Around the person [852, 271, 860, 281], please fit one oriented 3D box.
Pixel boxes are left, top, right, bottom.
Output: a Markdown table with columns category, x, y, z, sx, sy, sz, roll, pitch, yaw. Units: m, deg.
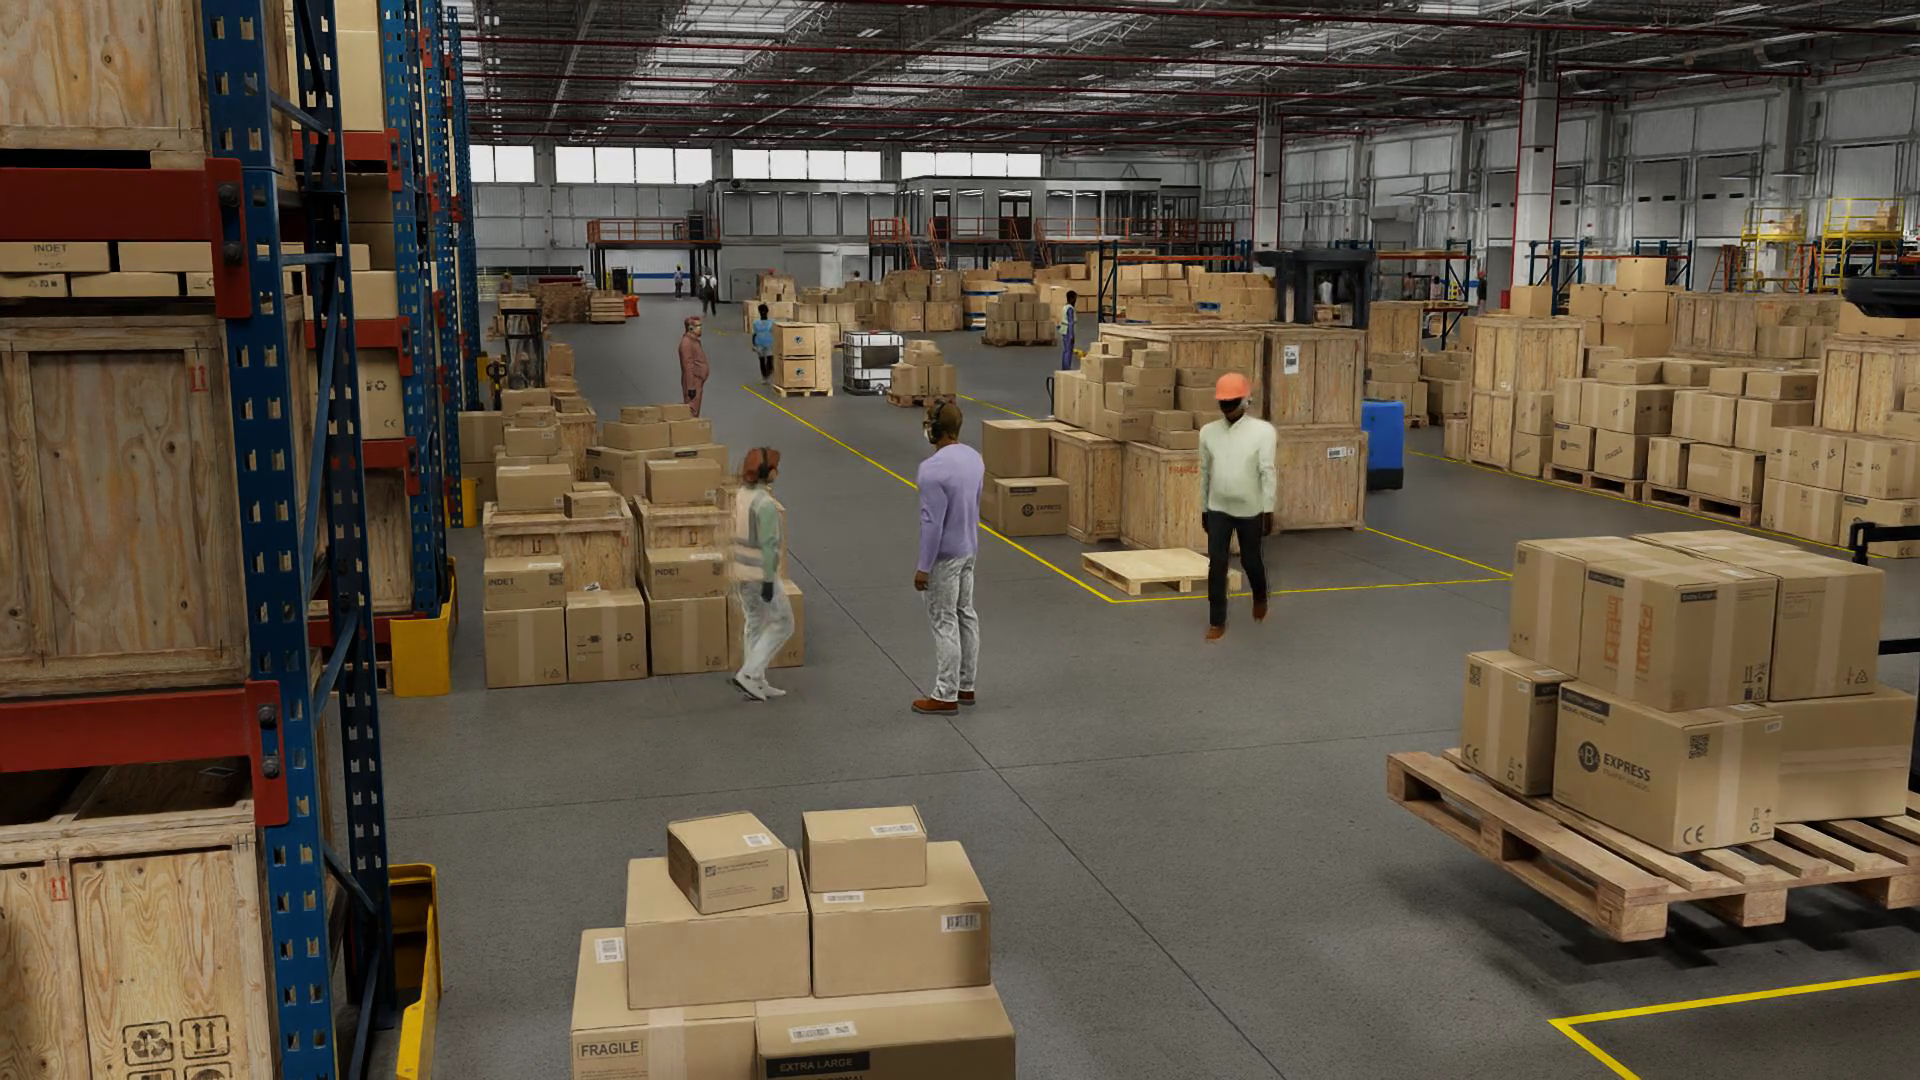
| category | x | y | z | sx | sy | sz | roll | pitch | yaw |
| --- | --- | --- | --- | --- | --- | --- | --- | --- | --- |
| person | -4.227 | -9.933 | 67.262 | 1.033 | 1.892 | 0.647 | -3 | 11 | -19 |

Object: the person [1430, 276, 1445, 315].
| category | x | y | z | sx | sy | sz | roll | pitch | yaw |
| --- | --- | --- | --- | --- | --- | --- | --- | --- | --- |
| person | 17.245 | -8.672 | 60.285 | 0.633 | 1.817 | 0.751 | 1 | 10 | 6 |

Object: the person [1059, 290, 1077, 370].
| category | x | y | z | sx | sy | sz | roll | pitch | yaw |
| --- | --- | --- | --- | --- | --- | --- | --- | --- | --- |
| person | 2.362 | -4.442 | 36.052 | 0.391 | 1.918 | 0.593 | -1 | 10 | -8 |

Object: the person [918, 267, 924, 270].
| category | x | y | z | sx | sy | sz | roll | pitch | yaw |
| --- | --- | --- | --- | --- | --- | --- | --- | --- | --- |
| person | -1.609 | -10.294 | 68.978 | 0.635 | 1.996 | 1.012 | -7 | 12 | -36 |

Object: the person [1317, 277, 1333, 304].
| category | x | y | z | sx | sy | sz | roll | pitch | yaw |
| --- | --- | --- | --- | --- | --- | --- | --- | --- | --- |
| person | 12.164 | -7.825 | 55.440 | 0.567 | 1.838 | 0.458 | -2 | 10 | -10 |

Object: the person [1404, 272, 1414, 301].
| category | x | y | z | sx | sy | sz | roll | pitch | yaw |
| --- | --- | --- | --- | --- | --- | --- | --- | --- | --- |
| person | 21.113 | -11.770 | 78.198 | 0.557 | 1.676 | 0.393 | -5 | 11 | -24 |

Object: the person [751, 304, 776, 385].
| category | x | y | z | sx | sy | sz | roll | pitch | yaw |
| --- | --- | --- | --- | --- | --- | --- | --- | --- | --- |
| person | -4.064 | -4.027 | 34.396 | 0.553 | 1.667 | 0.678 | 1 | 10 | 7 |

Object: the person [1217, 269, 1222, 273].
| category | x | y | z | sx | sy | sz | roll | pitch | yaw |
| --- | --- | --- | --- | --- | --- | --- | --- | --- | --- |
| person | 12.947 | -12.746 | 83.539 | 0.703 | 1.746 | 0.527 | 7 | 12 | 34 |

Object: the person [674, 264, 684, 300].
| category | x | y | z | sx | sy | sz | roll | pitch | yaw |
| --- | --- | --- | --- | --- | --- | --- | --- | --- | --- |
| person | -15.178 | -13.934 | 89.765 | 0.356 | 1.930 | 0.587 | 7 | 12 | 33 |

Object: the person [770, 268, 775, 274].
| category | x | y | z | sx | sy | sz | roll | pitch | yaw |
| --- | --- | --- | --- | --- | --- | --- | --- | --- | --- |
| person | -8.063 | -10.749 | 71.787 | 0.559 | 1.914 | 0.760 | -5 | 11 | -27 |

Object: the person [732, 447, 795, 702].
| category | x | y | z | sx | sy | sz | roll | pitch | yaw |
| --- | --- | --- | --- | --- | --- | --- | --- | --- | --- |
| person | -1.237 | 0.224 | 10.443 | 0.361 | 1.625 | 0.524 | -5 | 11 | -28 |

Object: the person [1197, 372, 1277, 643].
| category | x | y | z | sx | sy | sz | roll | pitch | yaw |
| --- | --- | --- | --- | --- | --- | --- | --- | --- | --- |
| person | 2.043 | -0.257 | 12.211 | 0.615 | 1.968 | 0.765 | 5 | 11 | 25 |

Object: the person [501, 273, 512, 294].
| category | x | y | z | sx | sy | sz | roll | pitch | yaw |
| --- | --- | --- | --- | --- | --- | --- | --- | --- | --- |
| person | -19.783 | -10.791 | 72.562 | 0.535 | 1.720 | 0.906 | 0 | 10 | -1 |

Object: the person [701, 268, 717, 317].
| category | x | y | z | sx | sy | sz | roll | pitch | yaw |
| --- | --- | --- | --- | --- | --- | --- | --- | --- | --- |
| person | -10.300 | -10.178 | 68.185 | 0.686 | 2.000 | 0.936 | 1 | 10 | 5 |

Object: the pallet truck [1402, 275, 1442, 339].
| category | x | y | z | sx | sy | sz | roll | pitch | yaw |
| --- | --- | --- | --- | --- | --- | --- | --- | --- | --- |
| pallet truck | 14.620 | -7.324 | 52.145 | 0.823 | 1.965 | 1.885 | 8 | 13 | 40 |

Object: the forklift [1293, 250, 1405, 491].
| category | x | y | z | sx | sy | sz | roll | pitch | yaw |
| --- | --- | --- | --- | --- | --- | --- | --- | --- | --- |
| forklift | 4.405 | -2.044 | 19.746 | 1.129 | 2.768 | 1.873 | -3 | 10 | -16 |

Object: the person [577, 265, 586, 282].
| category | x | y | z | sx | sy | sz | roll | pitch | yaw |
| --- | --- | --- | --- | --- | --- | --- | --- | --- | --- |
| person | -19.705 | -13.362 | 86.661 | 0.584 | 1.881 | 0.348 | 8 | 13 | 38 |

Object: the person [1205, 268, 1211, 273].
| category | x | y | z | sx | sy | sz | roll | pitch | yaw |
| --- | --- | --- | --- | --- | --- | --- | --- | --- | --- |
| person | 12.411 | -12.718 | 83.160 | 0.492 | 1.825 | 0.651 | 8 | 13 | 40 |

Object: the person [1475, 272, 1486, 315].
| category | x | y | z | sx | sy | sz | roll | pitch | yaw |
| --- | --- | --- | --- | --- | --- | --- | --- | --- | --- |
| person | 18.775 | -8.678 | 59.969 | 0.371 | 1.969 | 0.778 | 4 | 11 | 21 |

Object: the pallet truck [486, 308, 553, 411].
| category | x | y | z | sx | sy | sz | roll | pitch | yaw |
| --- | --- | --- | --- | --- | --- | --- | --- | --- | --- |
| pallet truck | -6.242 | -2.418 | 24.362 | 0.823 | 1.965 | 1.885 | 1 | 10 | 3 |

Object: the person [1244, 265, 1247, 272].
| category | x | y | z | sx | sy | sz | roll | pitch | yaw |
| --- | --- | --- | --- | --- | --- | --- | --- | --- | --- |
| person | 13.480 | -12.030 | 78.799 | 0.396 | 1.993 | 0.619 | 0 | 10 | 1 |

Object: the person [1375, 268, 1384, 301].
| category | x | y | z | sx | sy | sz | roll | pitch | yaw |
| --- | --- | --- | --- | --- | --- | --- | --- | --- | --- |
| person | 19.758 | -11.880 | 78.269 | 0.589 | 1.878 | 0.619 | 0 | 10 | 2 |

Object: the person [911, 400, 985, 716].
| category | x | y | z | sx | sy | sz | roll | pitch | yaw |
| --- | --- | --- | --- | --- | --- | --- | --- | --- | --- |
| person | -0.085 | 0.110 | 10.216 | 0.373 | 1.940 | 0.629 | 5 | 11 | 28 |

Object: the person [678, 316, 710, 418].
| category | x | y | z | sx | sy | sz | roll | pitch | yaw |
| --- | --- | --- | --- | --- | --- | --- | --- | --- | --- |
| person | -3.674 | -2.145 | 23.063 | 0.407 | 1.913 | 0.641 | 0 | 10 | -2 |
